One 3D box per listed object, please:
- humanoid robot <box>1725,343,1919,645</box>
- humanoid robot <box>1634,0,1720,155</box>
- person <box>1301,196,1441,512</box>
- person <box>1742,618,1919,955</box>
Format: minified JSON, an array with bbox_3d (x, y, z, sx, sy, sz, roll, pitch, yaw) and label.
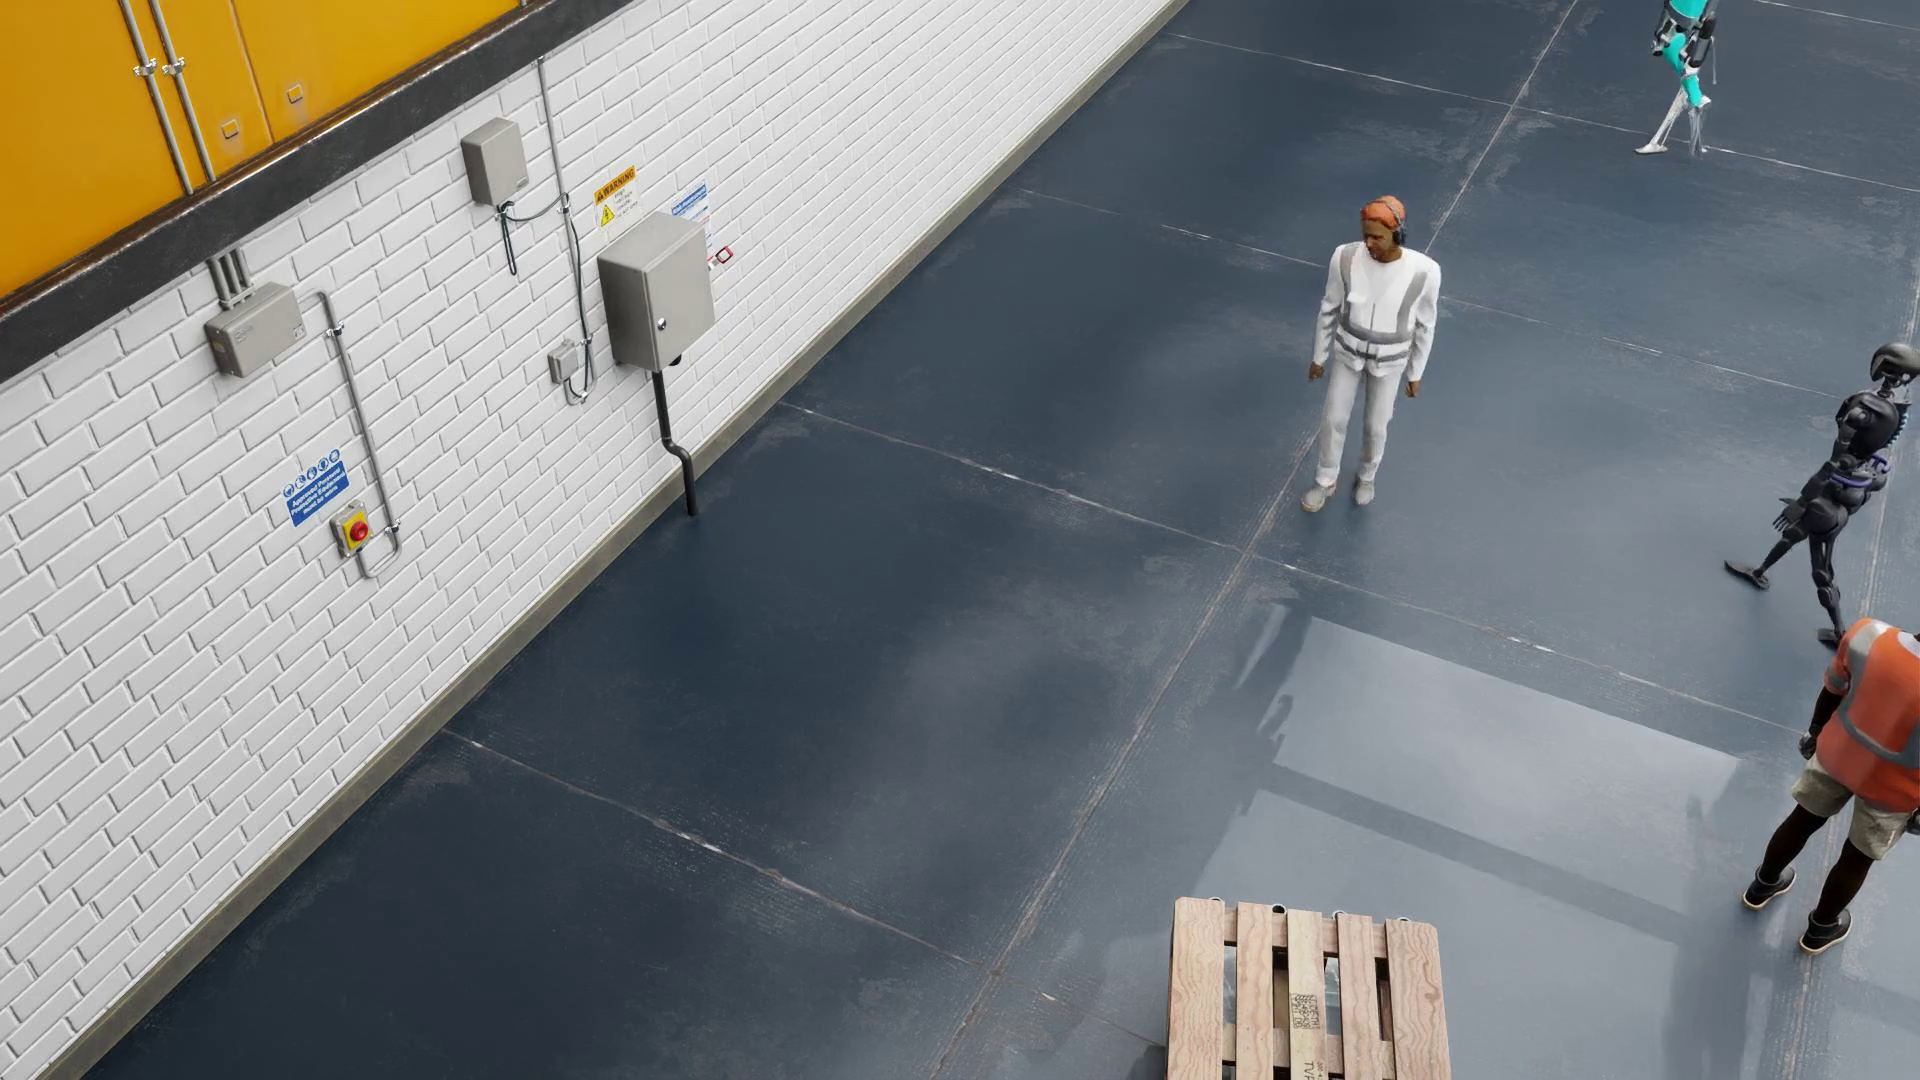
[{"bbox_3d":[4.279,-0.245,8.091,0.583,1.637,0.791,-28,48,-28],"label":"humanoid robot"},{"bbox_3d":[5.310,-3.482,11.835,0.762,1.894,0.564,-9,42,-11],"label":"humanoid robot"},{"bbox_3d":[2.142,-0.945,8.718,0.601,1.889,0.403,17,44,19],"label":"person"},{"bbox_3d":[3.583,0.879,6.532,0.369,1.958,0.596,-20,45,-22],"label":"person"}]
